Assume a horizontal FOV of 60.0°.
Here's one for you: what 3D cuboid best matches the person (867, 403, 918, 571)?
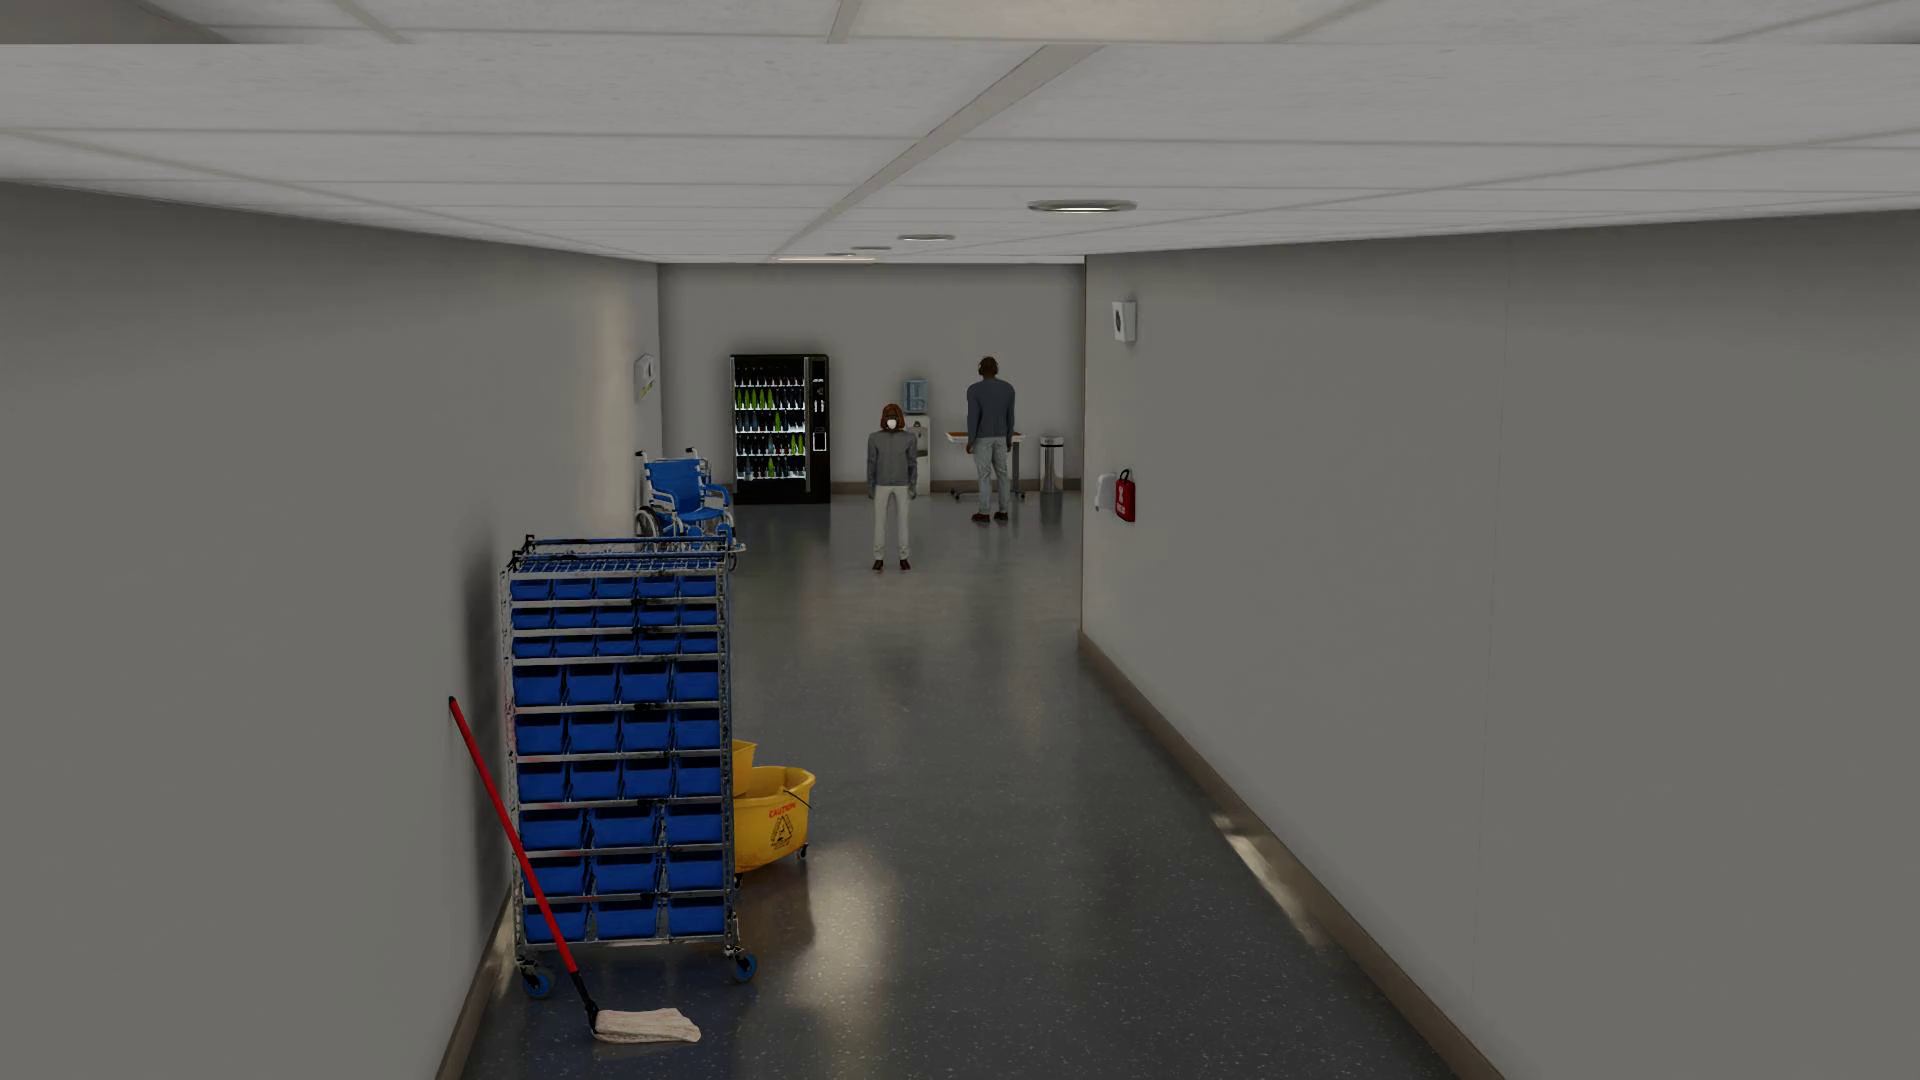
[{"bbox_3d":[-0.660,-0.514,16.196,0.499,1.633,0.285,-1,9,-3],"label":"person"}]

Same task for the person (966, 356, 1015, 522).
[{"bbox_3d":[0.349,-1.166,19.362,0.630,1.923,0.366,-5,10,-28],"label":"person"}]
